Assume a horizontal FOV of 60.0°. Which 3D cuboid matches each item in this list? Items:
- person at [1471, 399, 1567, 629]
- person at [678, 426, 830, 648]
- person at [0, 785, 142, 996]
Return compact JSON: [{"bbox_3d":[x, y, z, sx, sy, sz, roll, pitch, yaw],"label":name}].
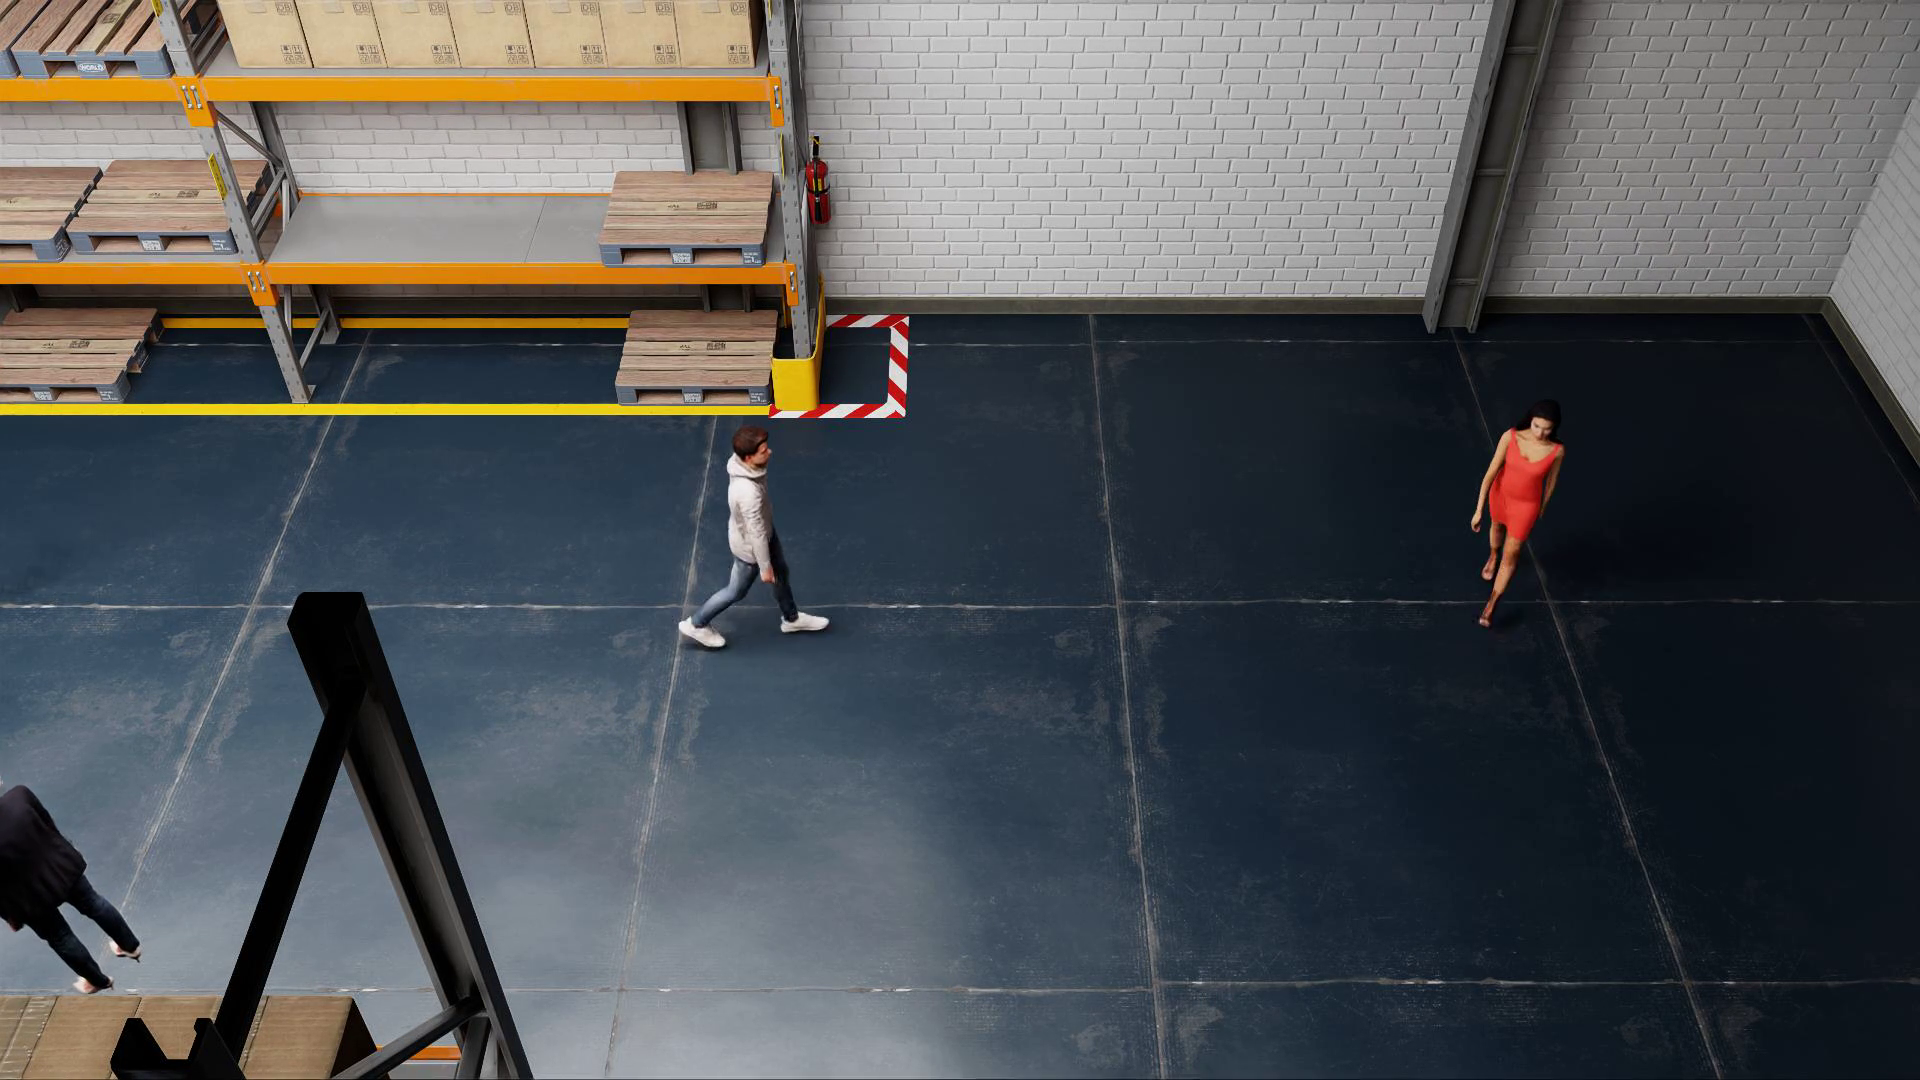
[{"bbox_3d":[3.722,-0.314,11.113,1.086,1.676,0.975,21,47,20],"label":"person"},{"bbox_3d":[-1.434,0.016,10.668,1.242,1.813,0.742,-2,44,-2],"label":"person"},{"bbox_3d":[-4.545,1.662,8.279,0.721,1.778,0.802,16,46,16],"label":"person"}]
